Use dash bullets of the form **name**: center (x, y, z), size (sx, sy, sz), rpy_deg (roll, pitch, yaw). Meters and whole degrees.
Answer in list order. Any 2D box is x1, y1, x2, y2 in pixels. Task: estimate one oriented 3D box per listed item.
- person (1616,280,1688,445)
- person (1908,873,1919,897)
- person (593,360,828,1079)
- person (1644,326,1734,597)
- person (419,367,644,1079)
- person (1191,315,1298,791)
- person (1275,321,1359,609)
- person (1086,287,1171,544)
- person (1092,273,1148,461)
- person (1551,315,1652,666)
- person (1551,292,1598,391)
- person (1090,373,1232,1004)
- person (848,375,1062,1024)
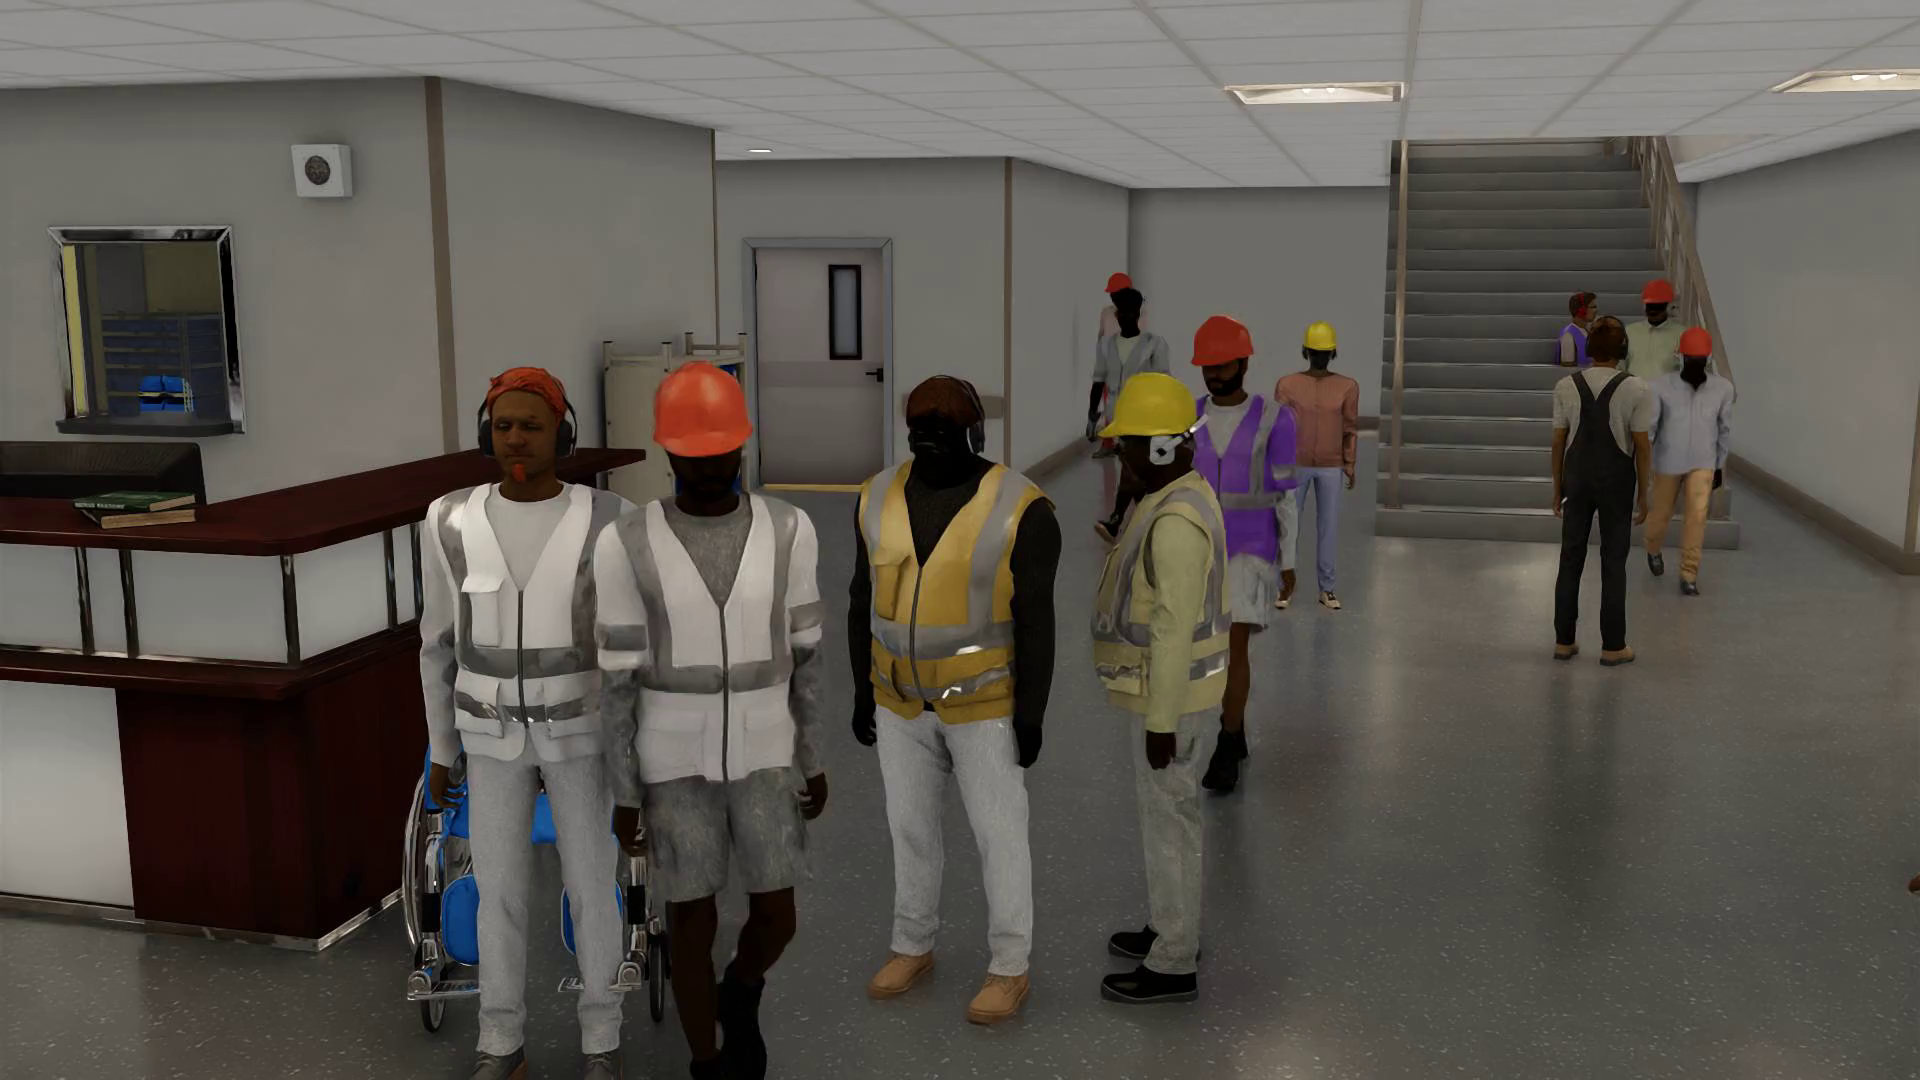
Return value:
- **person**: center (5.418, -1.052, 13.107), size (0.654, 1.964, 0.836), rpy_deg (7, 12, 36)
- **person**: center (3.579, 0.275, 5.688), size (0.790, 1.845, 0.527), rpy_deg (-9, 13, -44)
- **person**: center (-0.585, 0.523, 4.015), size (0.569, 1.915, 0.473), rpy_deg (-3, 10, -19)
- **person**: center (4.691, -0.539, 10.829), size (0.573, 1.723, 0.780), rpy_deg (2, 10, 11)
- **person**: center (-1.057, 0.510, 4.170), size (0.575, 1.884, 0.355), rpy_deg (0, 10, -1)
- **person**: center (1.048, 0.052, 6.773), size (0.565, 1.906, 0.816), rpy_deg (5, 11, 29)
- **person**: center (2.167, -0.449, 10.174), size (0.522, 1.768, 0.314), rpy_deg (1, 10, 3)
- **person**: center (1.235, -0.935, 12.561), size (0.632, 1.914, 1.004), rpy_deg (7, 12, 36)
- **person**: center (1.693, -1.833, 17.663), size (0.608, 1.987, 0.391), rpy_deg (8, 13, 41)
- **person**: center (3.378, -0.257, 8.794), size (0.508, 1.846, 0.345), rpy_deg (7, 12, 35)
- **person**: center (5.372, -1.239, 14.575), size (0.390, 1.848, 0.564), rpy_deg (6, 11, 31)
- **person**: center (0.582, 0.425, 4.856), size (0.403, 1.823, 0.595), rpy_deg (1, 10, 7)
- **person**: center (-0.033, 0.449, 4.707), size (0.626, 1.834, 0.431), rpy_deg (5, 11, 26)
